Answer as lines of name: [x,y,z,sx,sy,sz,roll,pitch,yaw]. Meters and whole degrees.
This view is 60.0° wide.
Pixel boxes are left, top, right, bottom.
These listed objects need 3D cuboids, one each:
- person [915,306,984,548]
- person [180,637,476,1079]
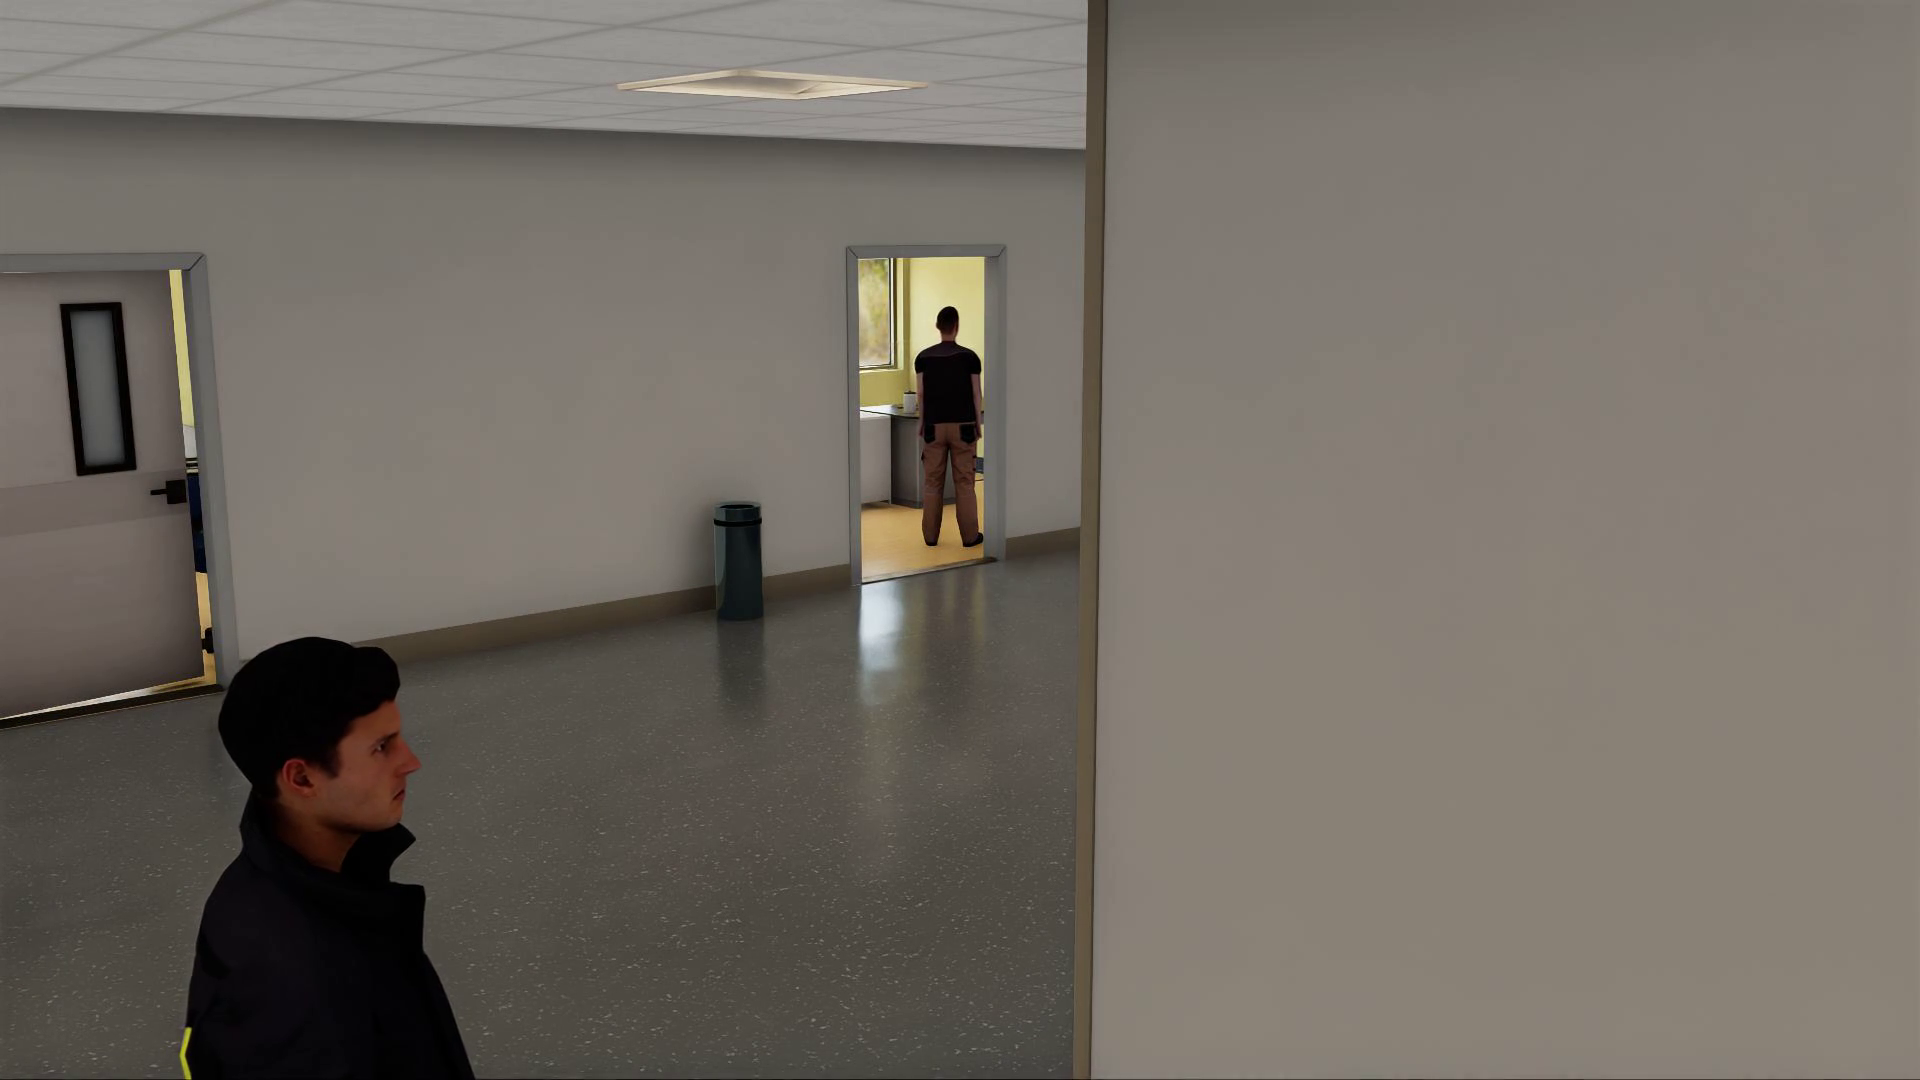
person: [-0.086,-0.877,12.790,0.764,1.842,0.801,2,11,10]
person: [-0.880,1.064,2.337,0.808,1.927,0.874,-4,11,-20]
